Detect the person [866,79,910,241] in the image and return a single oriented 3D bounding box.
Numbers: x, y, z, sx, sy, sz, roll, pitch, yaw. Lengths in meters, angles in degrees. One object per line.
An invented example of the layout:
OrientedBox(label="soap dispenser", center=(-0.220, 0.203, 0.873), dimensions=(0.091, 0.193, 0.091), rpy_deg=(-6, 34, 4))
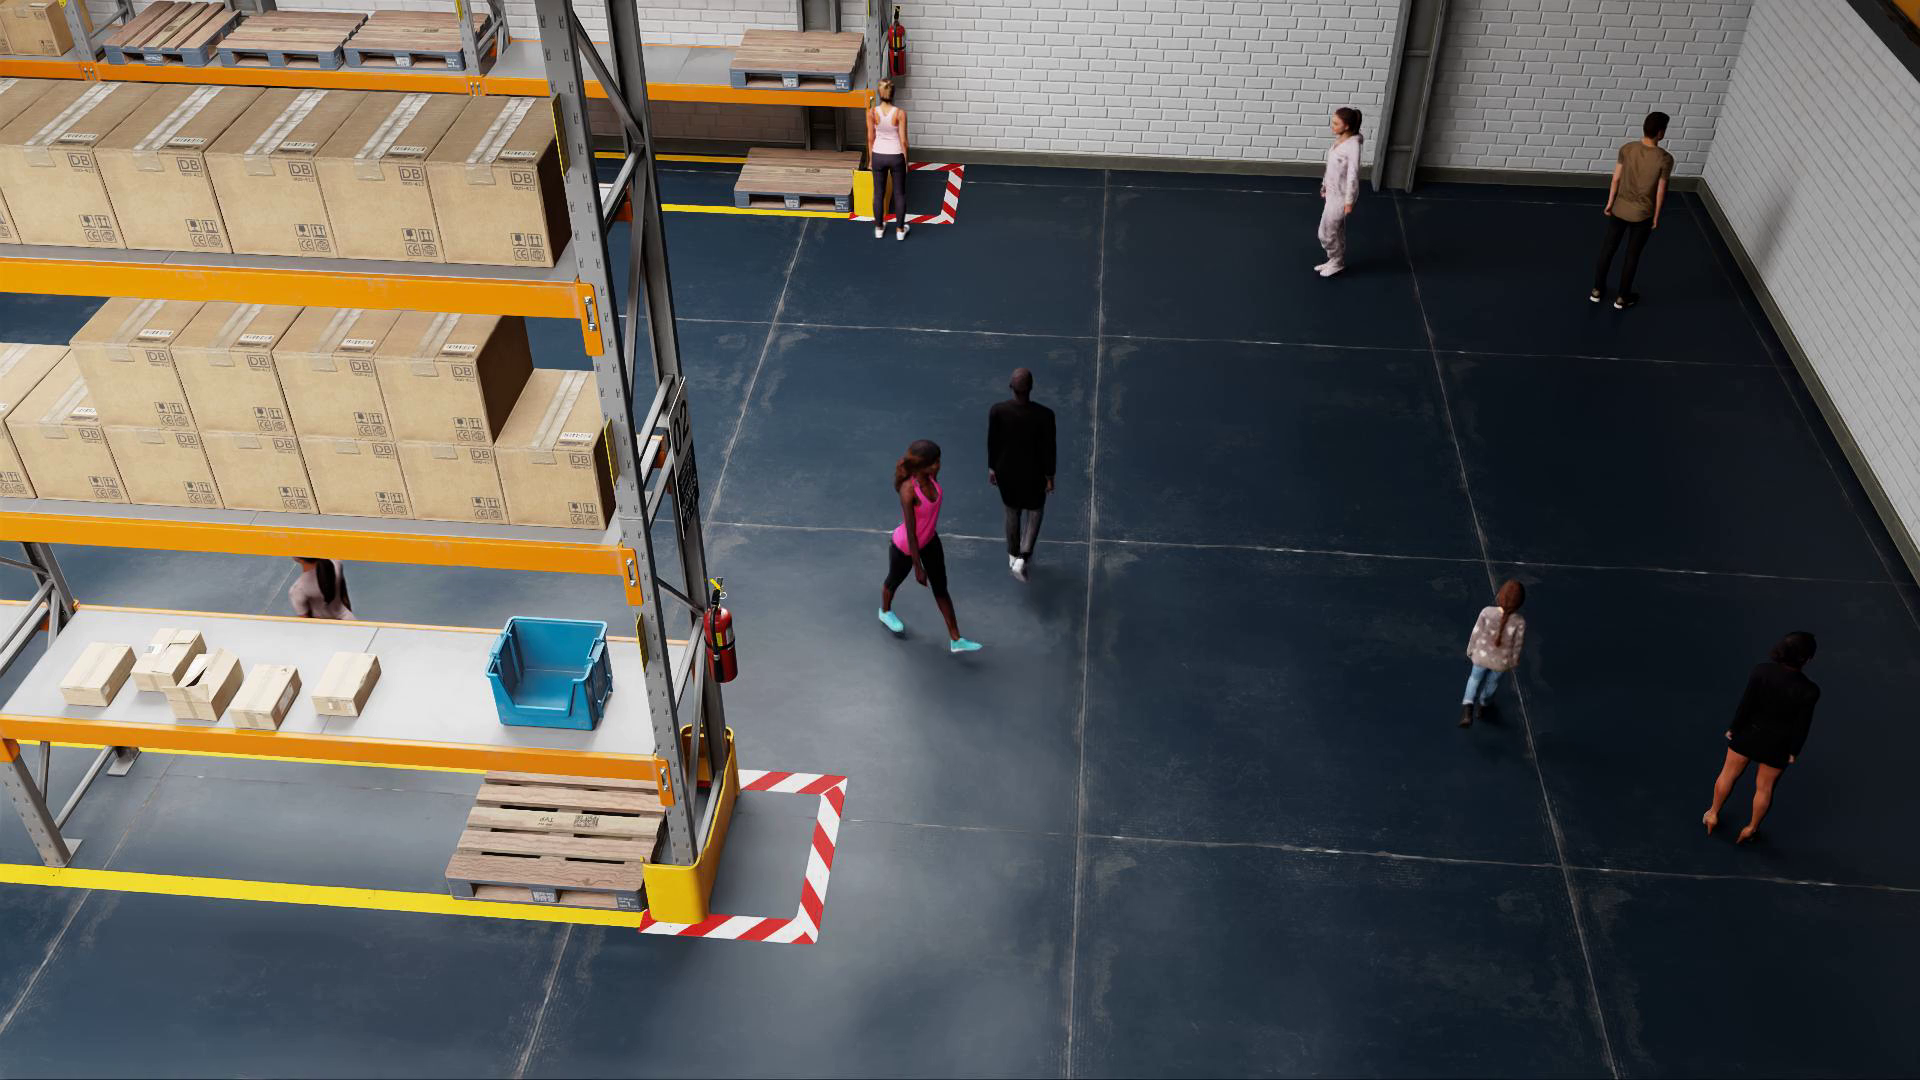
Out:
OrientedBox(label="person", center=(-0.696, -3.694, 16.137), dimensions=(0.468, 1.643, 0.621), rpy_deg=(5, 39, 6))

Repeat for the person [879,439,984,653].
OrientedBox(label="person", center=(-0.382, 0.008, 11.479), dimensions=(1.178, 1.671, 1.024), rpy_deg=(31, 48, 33))

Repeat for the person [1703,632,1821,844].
OrientedBox(label="person", center=(4.839, 1.205, 10.005), dimensions=(0.658, 1.640, 0.735), rpy_deg=(25, 45, 28))

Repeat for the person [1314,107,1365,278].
OrientedBox(label="person", center=(3.637, -3.245, 15.545), dimensions=(0.657, 1.681, 0.695), rpy_deg=(-5, 39, -6))

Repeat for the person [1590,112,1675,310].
OrientedBox(label="person", center=(6.106, -2.993, 15.094), dimensions=(0.721, 1.850, 0.813), rpy_deg=(30, 47, 32))

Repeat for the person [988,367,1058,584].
OrientedBox(label="person", center=(0.427, -0.427, 11.960), dimensions=(0.848, 1.750, 0.775), rpy_deg=(7, 39, 9))

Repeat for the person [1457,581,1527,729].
OrientedBox(label="person", center=(3.488, 0.776, 10.908), dimensions=(0.731, 1.184, 0.693), rpy_deg=(17, 42, 20))
